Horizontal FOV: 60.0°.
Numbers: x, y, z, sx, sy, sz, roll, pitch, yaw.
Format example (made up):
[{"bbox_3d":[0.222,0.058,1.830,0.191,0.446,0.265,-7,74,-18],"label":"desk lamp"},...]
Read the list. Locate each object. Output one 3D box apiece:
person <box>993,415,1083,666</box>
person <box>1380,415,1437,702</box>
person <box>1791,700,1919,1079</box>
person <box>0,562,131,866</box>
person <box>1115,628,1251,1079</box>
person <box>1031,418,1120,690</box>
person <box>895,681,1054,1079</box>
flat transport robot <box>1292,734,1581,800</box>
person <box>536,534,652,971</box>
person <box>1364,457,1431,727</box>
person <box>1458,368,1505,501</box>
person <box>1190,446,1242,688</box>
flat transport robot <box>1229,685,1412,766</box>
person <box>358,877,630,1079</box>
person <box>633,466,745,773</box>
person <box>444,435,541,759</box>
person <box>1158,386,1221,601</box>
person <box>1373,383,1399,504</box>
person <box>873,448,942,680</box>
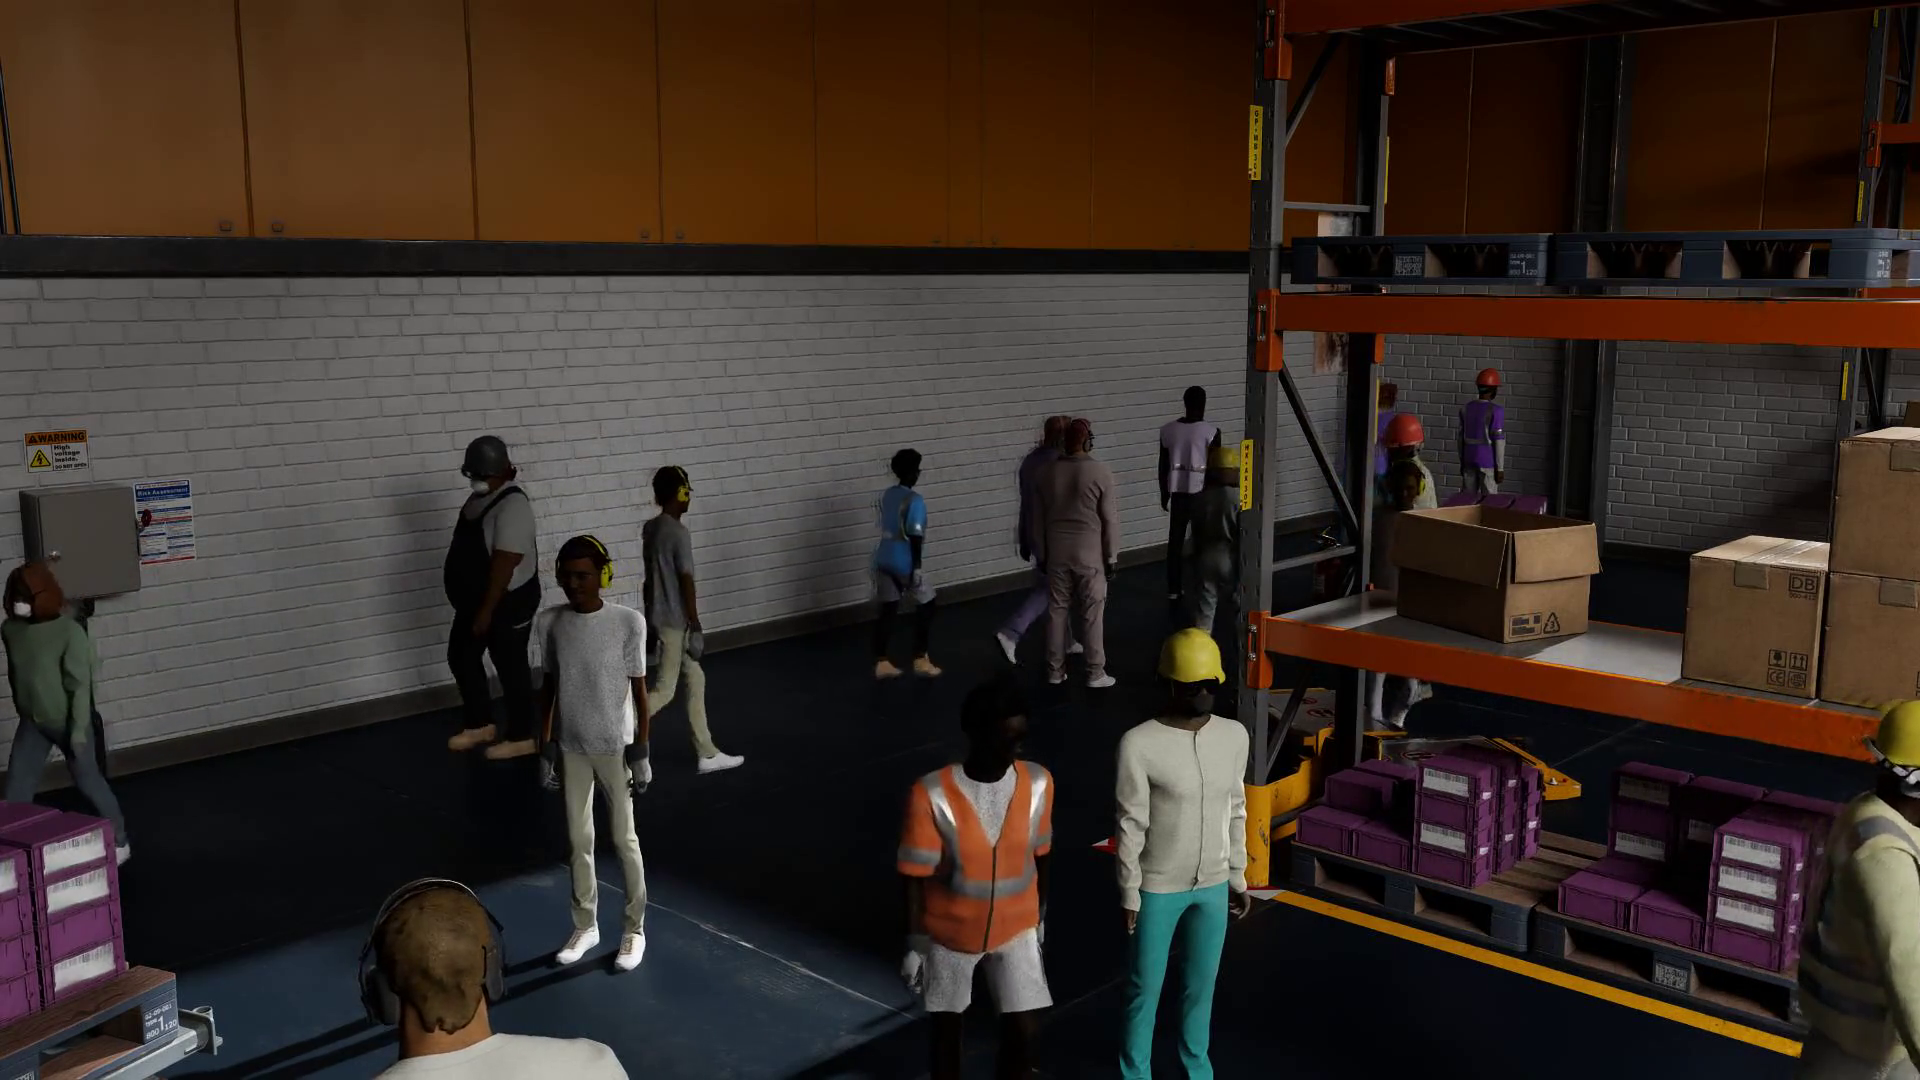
[{"bbox_3d":[0.626,0.000,12.451,0.893,1.875,0.644,-5,11,-28],"label":"person"},{"bbox_3d":[3.052,0.118,11.434,0.434,1.974,0.722,1,9,5],"label":"person"},{"bbox_3d":[2.605,1.323,4.594,0.940,1.778,0.611,6,11,32],"label":"person"},{"bbox_3d":[-4.329,0.887,7.871,0.521,1.577,0.865,3,10,16],"label":"person"},{"bbox_3d":[0.757,1.163,5.623,0.524,1.769,0.309,-5,10,-27],"label":"person"},{"bbox_3d":[0.831,0.100,11.711,0.638,1.909,0.406,4,10,26],"label":"person"},{"bbox_3d":[0.061,1.266,5.244,0.555,1.670,0.604,-2,10,-13],"label":"person"},{"bbox_3d":[2.668,1.299,9.358,1.431,0.197,0.652,-2,9,-10],"label":"flat transport robot"},{"bbox_3d":[-1.544,0.891,7.016,0.511,1.862,0.323,2,9,12],"label":"person"},{"bbox_3d":[2.655,0.396,10.117,0.589,1.846,0.657,3,10,19],"label":"person"},{"bbox_3d":[5.386,-0.795,17.108,0.368,1.933,0.553,-6,11,-32],"label":"person"},{"bbox_3d":[1.879,0.193,11.714,0.496,1.708,0.827,6,11,33],"label":"person"},{"bbox_3d":[2.218,1.143,10.314,0.652,0.197,1.431,-2,9,-10],"label":"flat transport robot"},{"bbox_3d":[-0.857,1.525,2.891,0.627,1.934,0.372,-6,11,-34],"label":"person"},{"bbox_3d":[-1.720,0.490,9.560,0.901,1.830,0.548,-6,11,-31],"label":"person"},{"bbox_3d":[-2.804,0.331,9.880,0.600,2.000,0.704,-7,12,-37],"label":"person"},{"bbox_3d":[2.046,-0.396,14.791,0.597,1.893,0.367,6,11,32],"label":"person"},{"bbox_3d":[4.292,-0.706,17.014,0.988,1.795,0.572,-9,13,-43],"label":"person"},{"bbox_3d":[-0.378,0.177,11.961,0.598,1.663,0.549,-7,11,-35],"label":"person"}]
